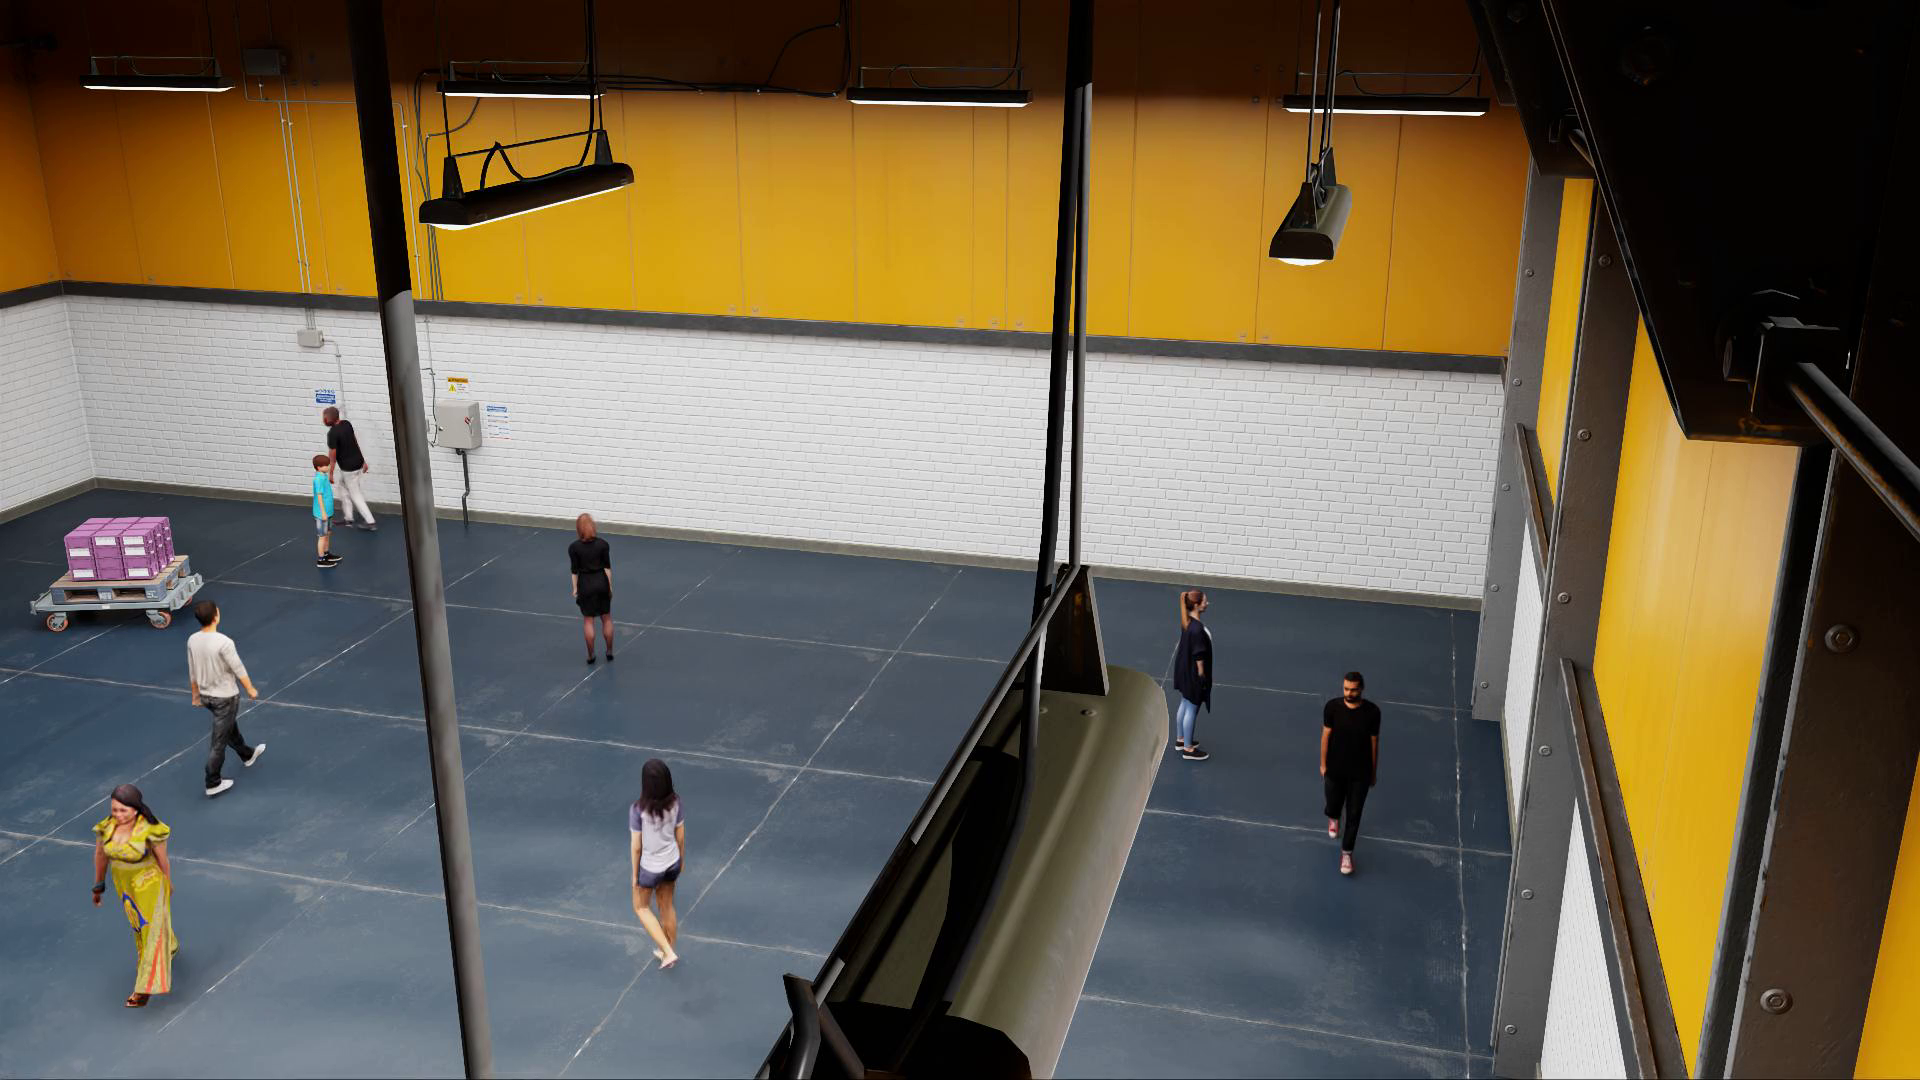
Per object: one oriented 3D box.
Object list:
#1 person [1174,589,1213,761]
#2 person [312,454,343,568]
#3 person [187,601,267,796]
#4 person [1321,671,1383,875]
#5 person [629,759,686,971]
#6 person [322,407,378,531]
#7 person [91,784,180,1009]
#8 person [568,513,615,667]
[{"bbox_3d":[2.208,1.262,15.842,0.765,1.684,0.630,-2,19,-7],"label":"person"},{"bbox_3d":[-8.094,-0.386,21.112,0.642,1.444,0.535,-1,19,-4],"label":"person"},{"bbox_3d":[-6.790,1.466,15.098,0.744,1.773,1.091,8,20,22],"label":"person"},{"bbox_3d":[3.256,1.880,13.920,0.632,1.741,0.907,4,19,12],"label":"person"},{"bbox_3d":[-2.195,2.446,12.267,0.782,1.722,0.837,-14,23,-36],"label":"person"},{"bbox_3d":[-8.130,-0.944,22.292,0.897,1.748,0.911,5,19,14],"label":"person"},{"bbox_3d":[-5.995,2.510,12.243,0.919,1.616,1.253,2,19,6],"label":"person"},{"bbox_3d":[-3.962,0.532,17.979,0.663,1.704,0.677,-6,19,-17],"label":"person"}]
